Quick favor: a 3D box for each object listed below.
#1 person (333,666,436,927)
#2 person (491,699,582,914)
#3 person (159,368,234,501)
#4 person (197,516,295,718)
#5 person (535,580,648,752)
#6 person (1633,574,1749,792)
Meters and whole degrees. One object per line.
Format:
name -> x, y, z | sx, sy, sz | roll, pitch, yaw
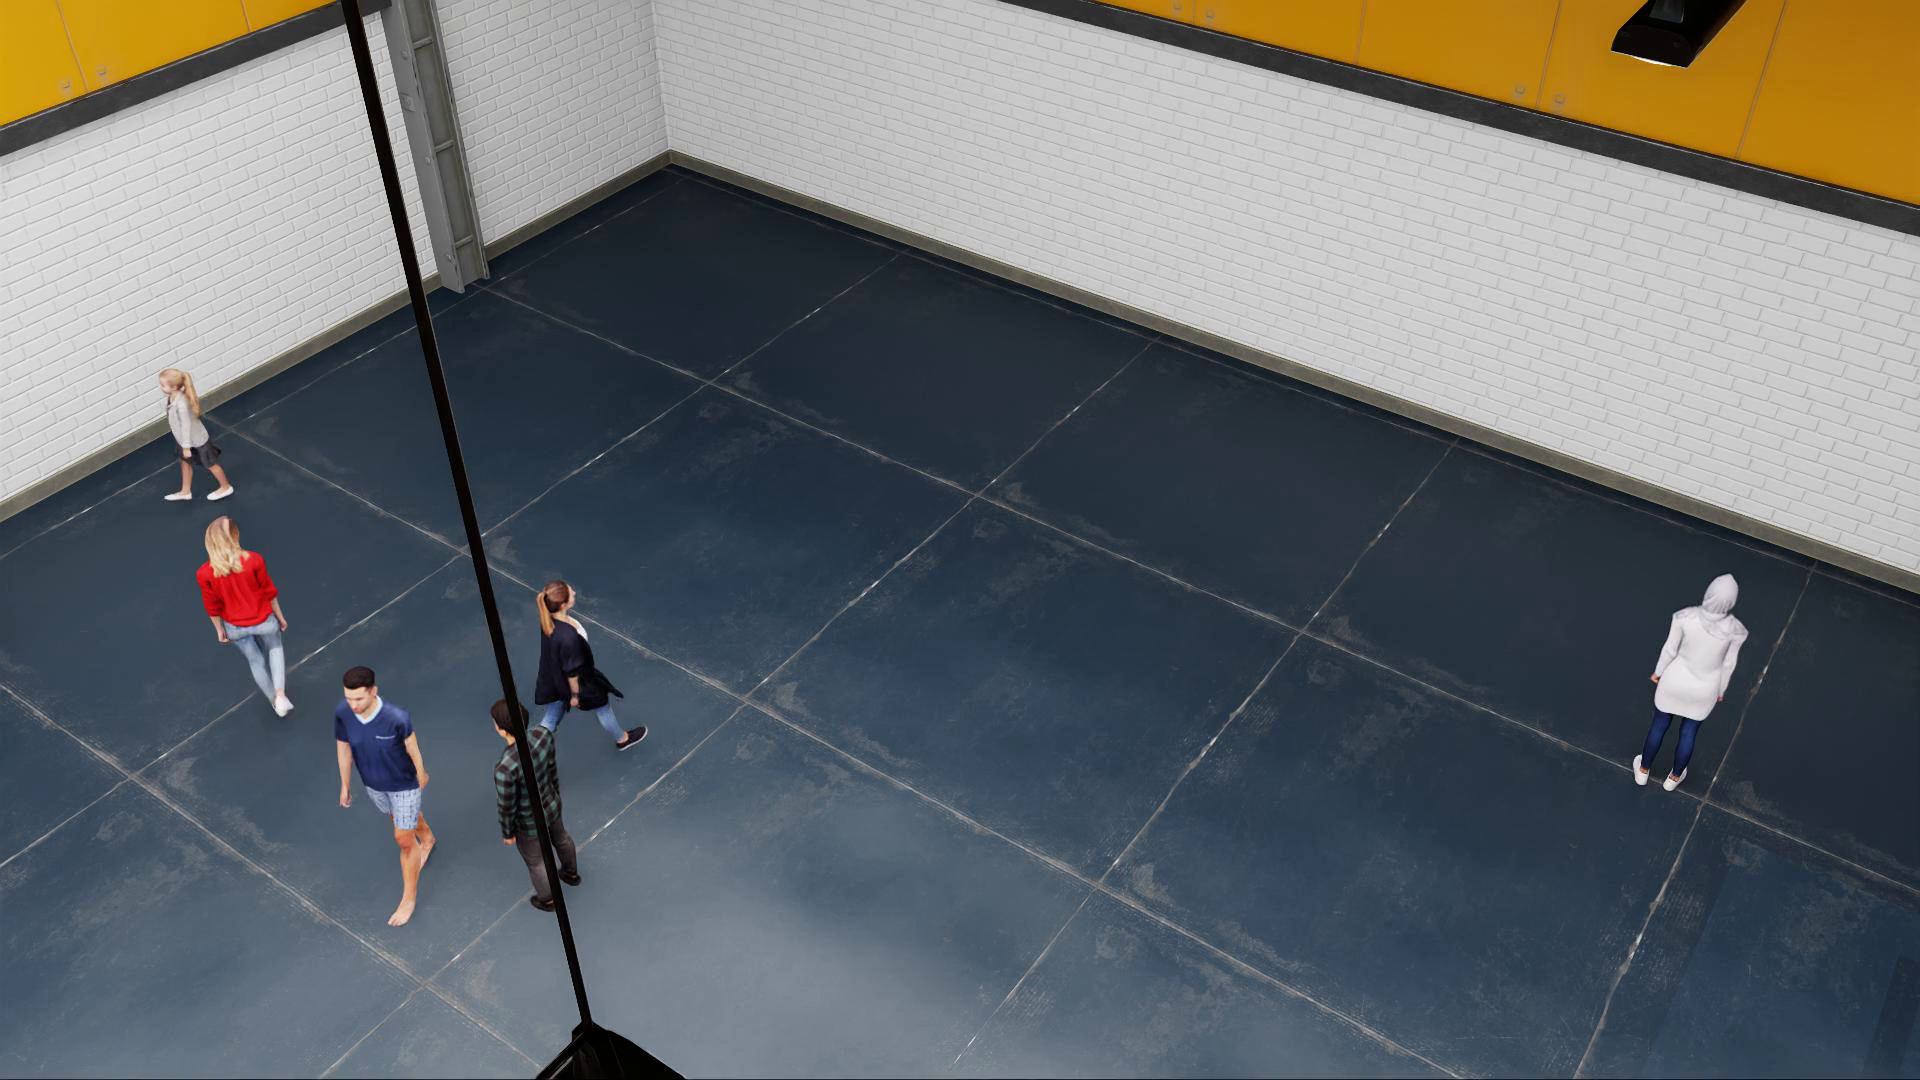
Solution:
person -> -3.498, 1.403, 10.299 | 0.853, 1.816, 1.103 | 9, 40, 11
person -> -2.613, 1.626, 10.195 | 0.731, 1.708, 0.516 | 18, 42, 21
person -> -6.216, -0.865, 13.584 | 0.823, 1.260, 0.668 | -24, 44, -27
person -> -4.846, 0.620, 11.383 | 0.766, 1.686, 0.837 | -15, 41, -18
person -> -2.670, 0.967, 10.986 | 1.218, 1.640, 0.856 | -26, 45, -29
person -> 4.784, 0.945, 10.905 | 0.645, 1.775, 0.577 | 17, 42, 20
